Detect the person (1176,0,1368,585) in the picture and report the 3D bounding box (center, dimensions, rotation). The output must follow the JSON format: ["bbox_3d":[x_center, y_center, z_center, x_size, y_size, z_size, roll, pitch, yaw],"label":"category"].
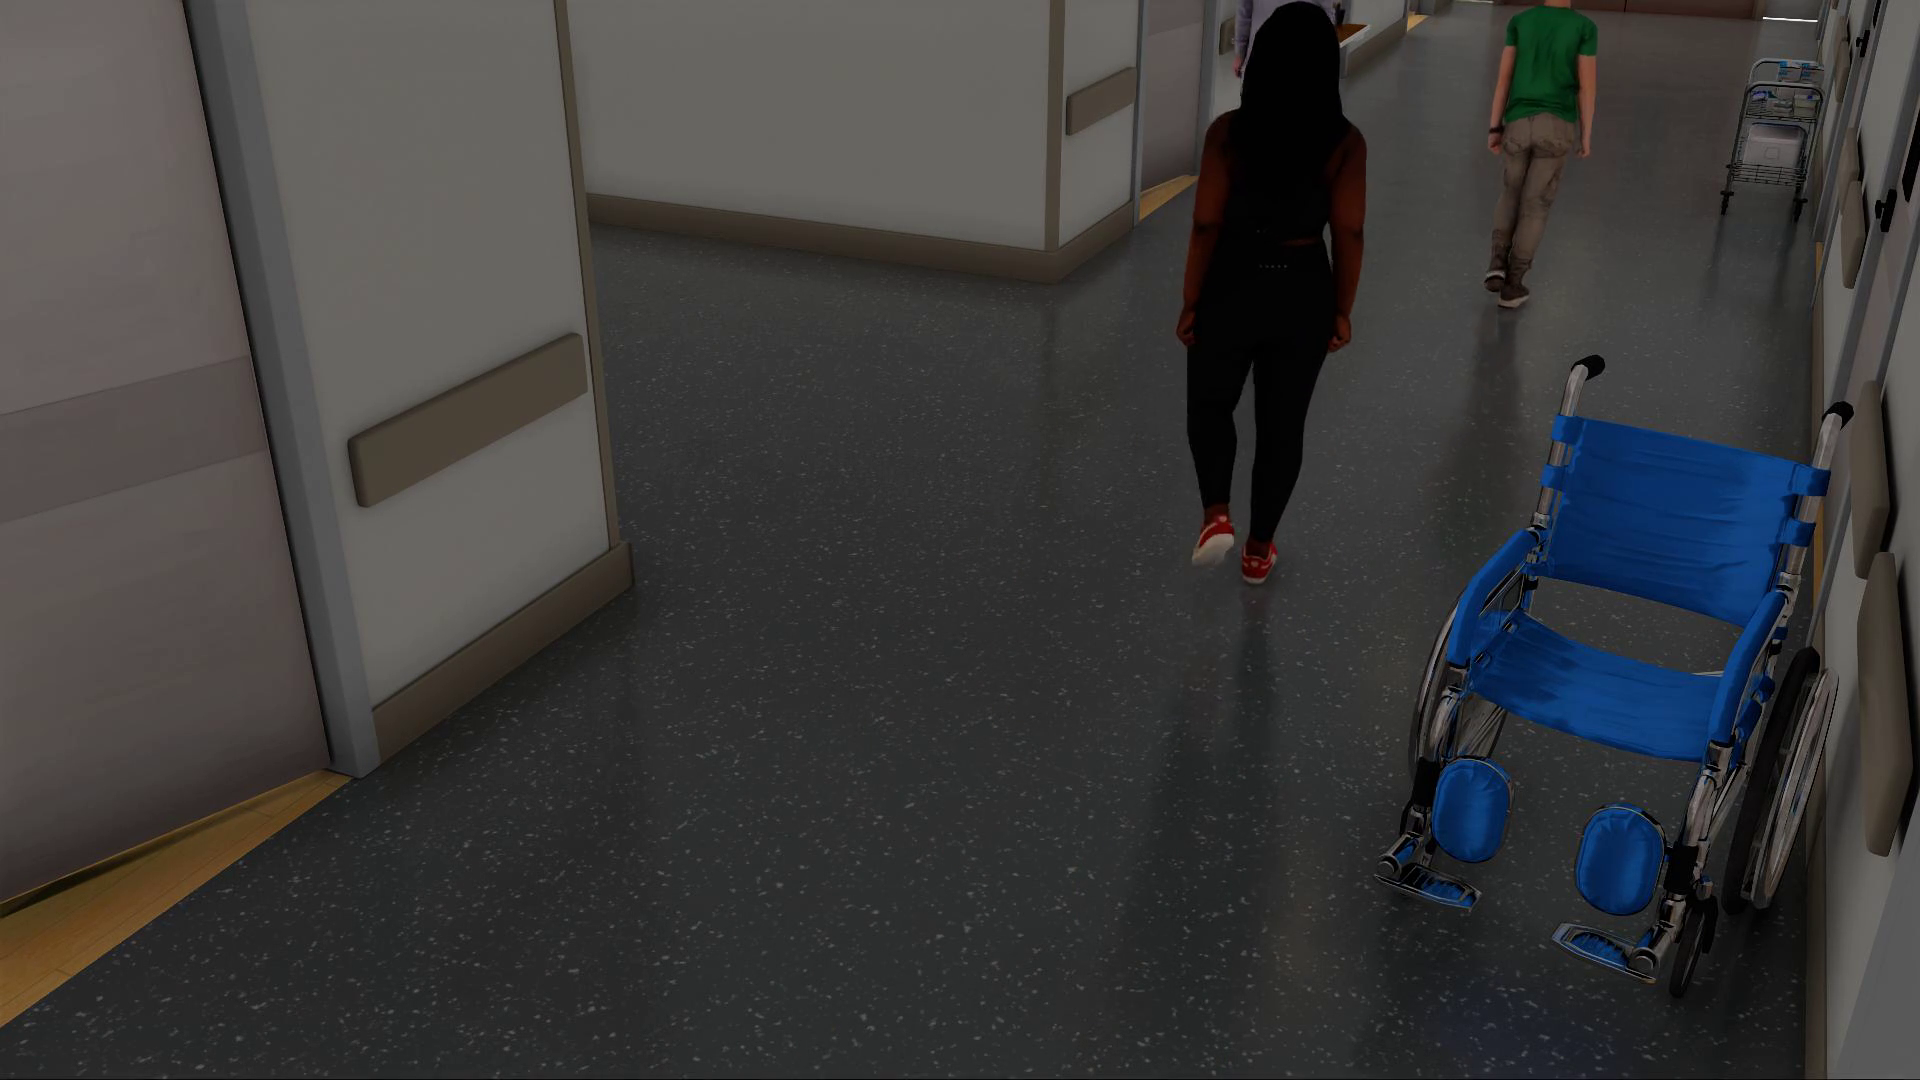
[{"bbox_3d":[0.909,-0.662,4.993,0.785,1.806,0.833,5,26,9],"label":"person"}]

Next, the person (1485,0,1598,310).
[{"bbox_3d":[2.645,-1.862,7.675,0.648,1.639,0.696,17,31,32],"label":"person"}]

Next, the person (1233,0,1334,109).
[{"bbox_3d":[1.738,-2.598,8.980,0.694,1.830,0.648,13,29,25],"label":"person"}]
